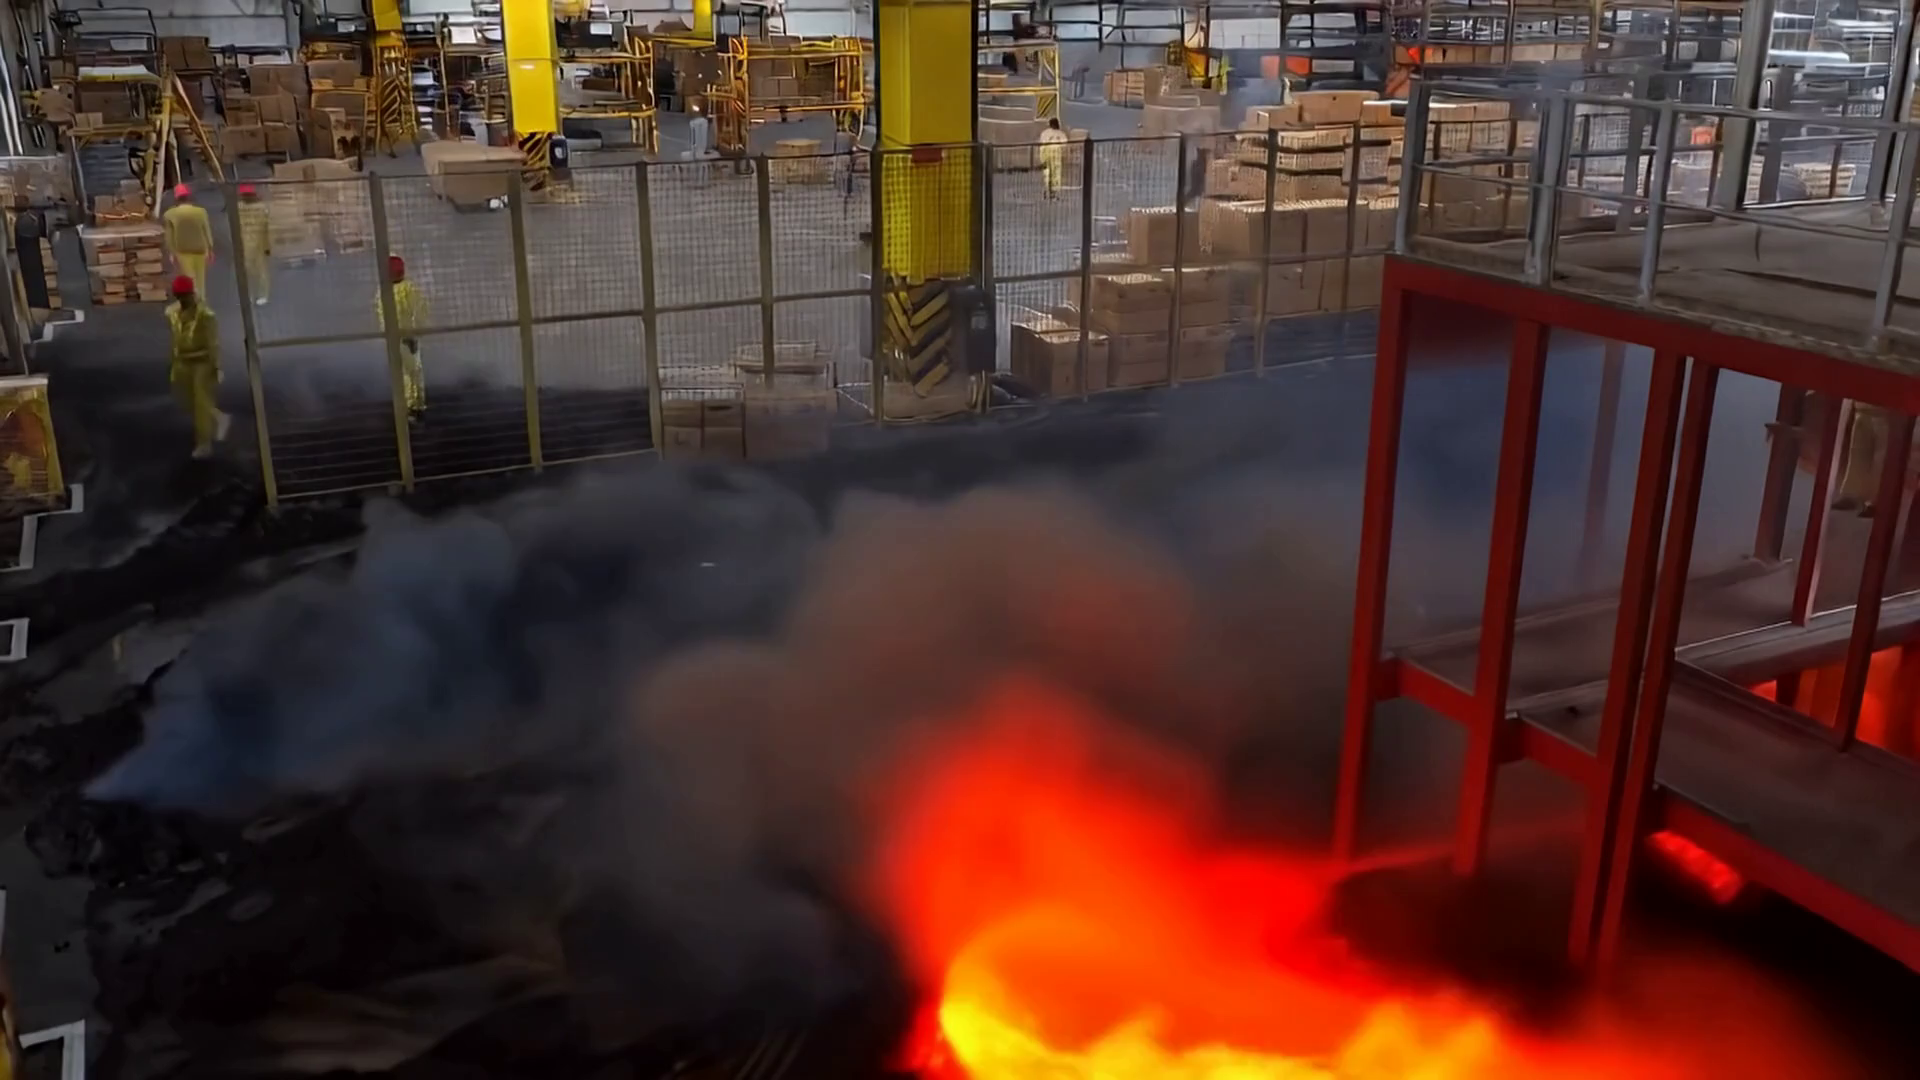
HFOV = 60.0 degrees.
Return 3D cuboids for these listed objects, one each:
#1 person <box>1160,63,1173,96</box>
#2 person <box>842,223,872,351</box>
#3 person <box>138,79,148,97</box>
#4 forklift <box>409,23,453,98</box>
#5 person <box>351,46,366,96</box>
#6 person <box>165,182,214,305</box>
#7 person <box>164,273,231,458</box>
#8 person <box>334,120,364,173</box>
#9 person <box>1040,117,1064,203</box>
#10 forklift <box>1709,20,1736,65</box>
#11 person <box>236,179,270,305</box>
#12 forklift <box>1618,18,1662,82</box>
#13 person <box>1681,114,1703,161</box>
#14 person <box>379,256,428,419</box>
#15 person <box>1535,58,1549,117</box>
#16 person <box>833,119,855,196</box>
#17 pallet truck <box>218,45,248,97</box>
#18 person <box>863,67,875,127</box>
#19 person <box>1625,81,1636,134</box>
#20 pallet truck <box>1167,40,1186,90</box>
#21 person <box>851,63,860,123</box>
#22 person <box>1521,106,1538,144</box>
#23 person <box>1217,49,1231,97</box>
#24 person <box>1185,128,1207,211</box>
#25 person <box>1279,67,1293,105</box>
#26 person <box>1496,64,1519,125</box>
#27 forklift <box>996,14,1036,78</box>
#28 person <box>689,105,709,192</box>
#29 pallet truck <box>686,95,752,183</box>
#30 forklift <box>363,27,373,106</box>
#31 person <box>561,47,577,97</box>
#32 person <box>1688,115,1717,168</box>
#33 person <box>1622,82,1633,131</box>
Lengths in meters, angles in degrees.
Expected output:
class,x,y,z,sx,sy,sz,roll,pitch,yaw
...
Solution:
class,x,y,z,sx,sy,sz,roll,pitch,yaw
person,7.449,-16.450,60.240,0.614,1.616,0.530,-16,24,-38
person,-1.176,-3.424,22.369,0.869,1.707,0.487,-14,24,-36
person,-25.167,-13.423,51.469,0.514,1.634,0.313,9,21,24
forklift,-21.103,-18.763,65.061,1.873,2.768,1.129,9,21,25
person,-23.857,-18.730,66.423,0.819,1.910,0.658,15,24,37
person,-11.241,-4.232,24.348,0.613,1.965,0.953,-16,25,-39
person,-8.032,-1.881,17.571,0.615,1.921,0.754,5,20,14
person,-12.619,-7.699,34.426,0.542,1.928,0.375,-8,21,-23
person,2.025,-8.268,36.217,0.430,1.838,0.619,-14,23,-35
forklift,31.317,-20.152,69.087,1.873,2.768,1.129,4,19,11
person,-10.732,-4.509,25.204,0.631,1.906,0.480,4,20,12
forklift,30.303,-21.598,73.278,1.129,2.768,1.873,-10,21,-26
person,17.696,-9.602,40.260,0.530,1.726,0.910,4,19,10
person,-6.349,-2.301,18.909,0.633,1.842,0.429,16,25,39
person,19.869,-15.384,56.620,0.663,1.976,0.618,-1,19,-4
person,-2.609,-8.619,37.458,0.535,1.693,0.321,8,21,22
pallet truck,-28.879,-18.665,66.111,0.823,1.965,1.885,-3,19,-9
person,-2.885,-14.267,53.552,0.355,1.876,0.574,-18,26,-41
person,18.762,-11.912,46.660,0.545,1.919,0.778,-13,23,-33
pallet truck,9.045,-19.971,69.895,0.823,1.965,1.885,-3,19,-8
person,-3.471,-14.692,54.723,0.396,1.919,0.581,2,19,5
person,13.306,-9.319,39.291,0.867,1.837,0.519,13,23,33
person,10.457,-18.499,65.864,0.624,1.845,0.430,-10,21,-26
person,4.802,-7.480,33.955,0.523,1.824,0.742,-17,25,-41
person,10.386,-14.205,53.337,0.758,1.896,0.590,15,24,37
person,17.460,-14.186,53.059,0.996,2.000,0.689,8,21,22
forklift,2.607,-22.853,76.918,1.873,2.768,1.129,1,19,2
person,-5.986,-8.945,38.021,0.354,1.937,0.635,7,20,20
pallet truck,-5.836,-9.608,39.856,0.823,1.965,1.885,10,22,27
forklift,-21.546,-17.465,61.298,1.873,2.768,1.129,-9,21,-25
person,-15.462,-18.507,65.777,0.636,1.920,0.642,-6,20,-17
person,16.573,-8.632,37.142,0.565,1.913,0.671,7,20,18
person,20.274,-13.018,50.309,0.533,1.614,0.563,2,19,7
